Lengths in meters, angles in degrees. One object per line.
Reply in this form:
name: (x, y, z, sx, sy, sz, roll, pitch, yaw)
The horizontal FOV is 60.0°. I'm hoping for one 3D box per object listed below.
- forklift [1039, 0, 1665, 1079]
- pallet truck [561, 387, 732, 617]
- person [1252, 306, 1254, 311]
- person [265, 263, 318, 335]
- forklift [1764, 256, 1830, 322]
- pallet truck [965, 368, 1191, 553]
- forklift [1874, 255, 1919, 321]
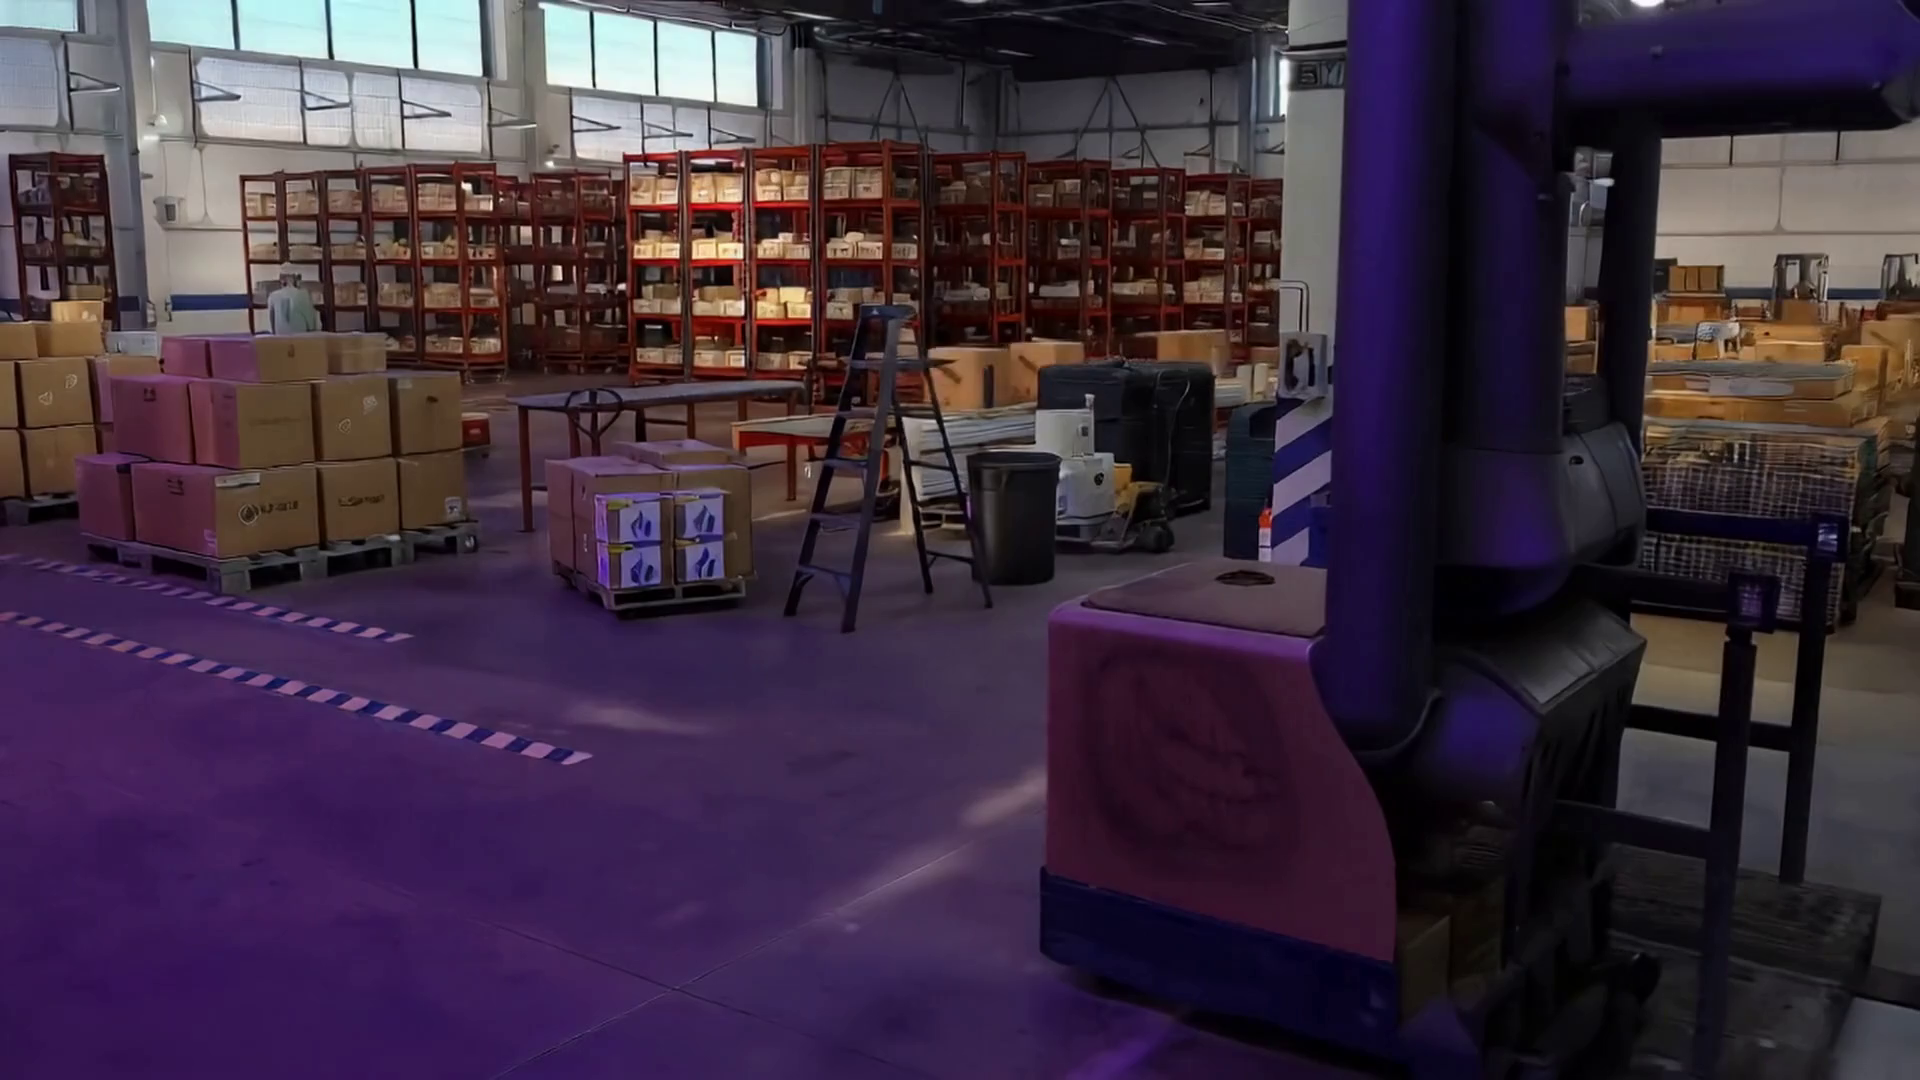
forklift: (1.249, -0.137, 4.360, 1.873, 2.768, 1.129, 7, 12, 35)
pallet truck: (-1.981, -0.274, 10.088, 0.680, 1.201, 1.601, -5, 11, -28)
person: (8.491, -7.051, 48.678, 0.408, 1.831, 0.574, 3, 10, 19)
person: (-8.535, -2.538, 21.292, 0.610, 1.995, 0.375, -1, 10, -8)
forklift: (20.253, -5.854, 40.139, 1.157, 1.987, 2.680, 7, 12, 35)
pallet truck: (0.845, -0.609, 11.869, 1.630, 1.274, 0.653, 7, 12, 35)
forklift: (22.089, -5.634, 38.796, 1.157, 1.987, 2.680, 6, 11, 33)
